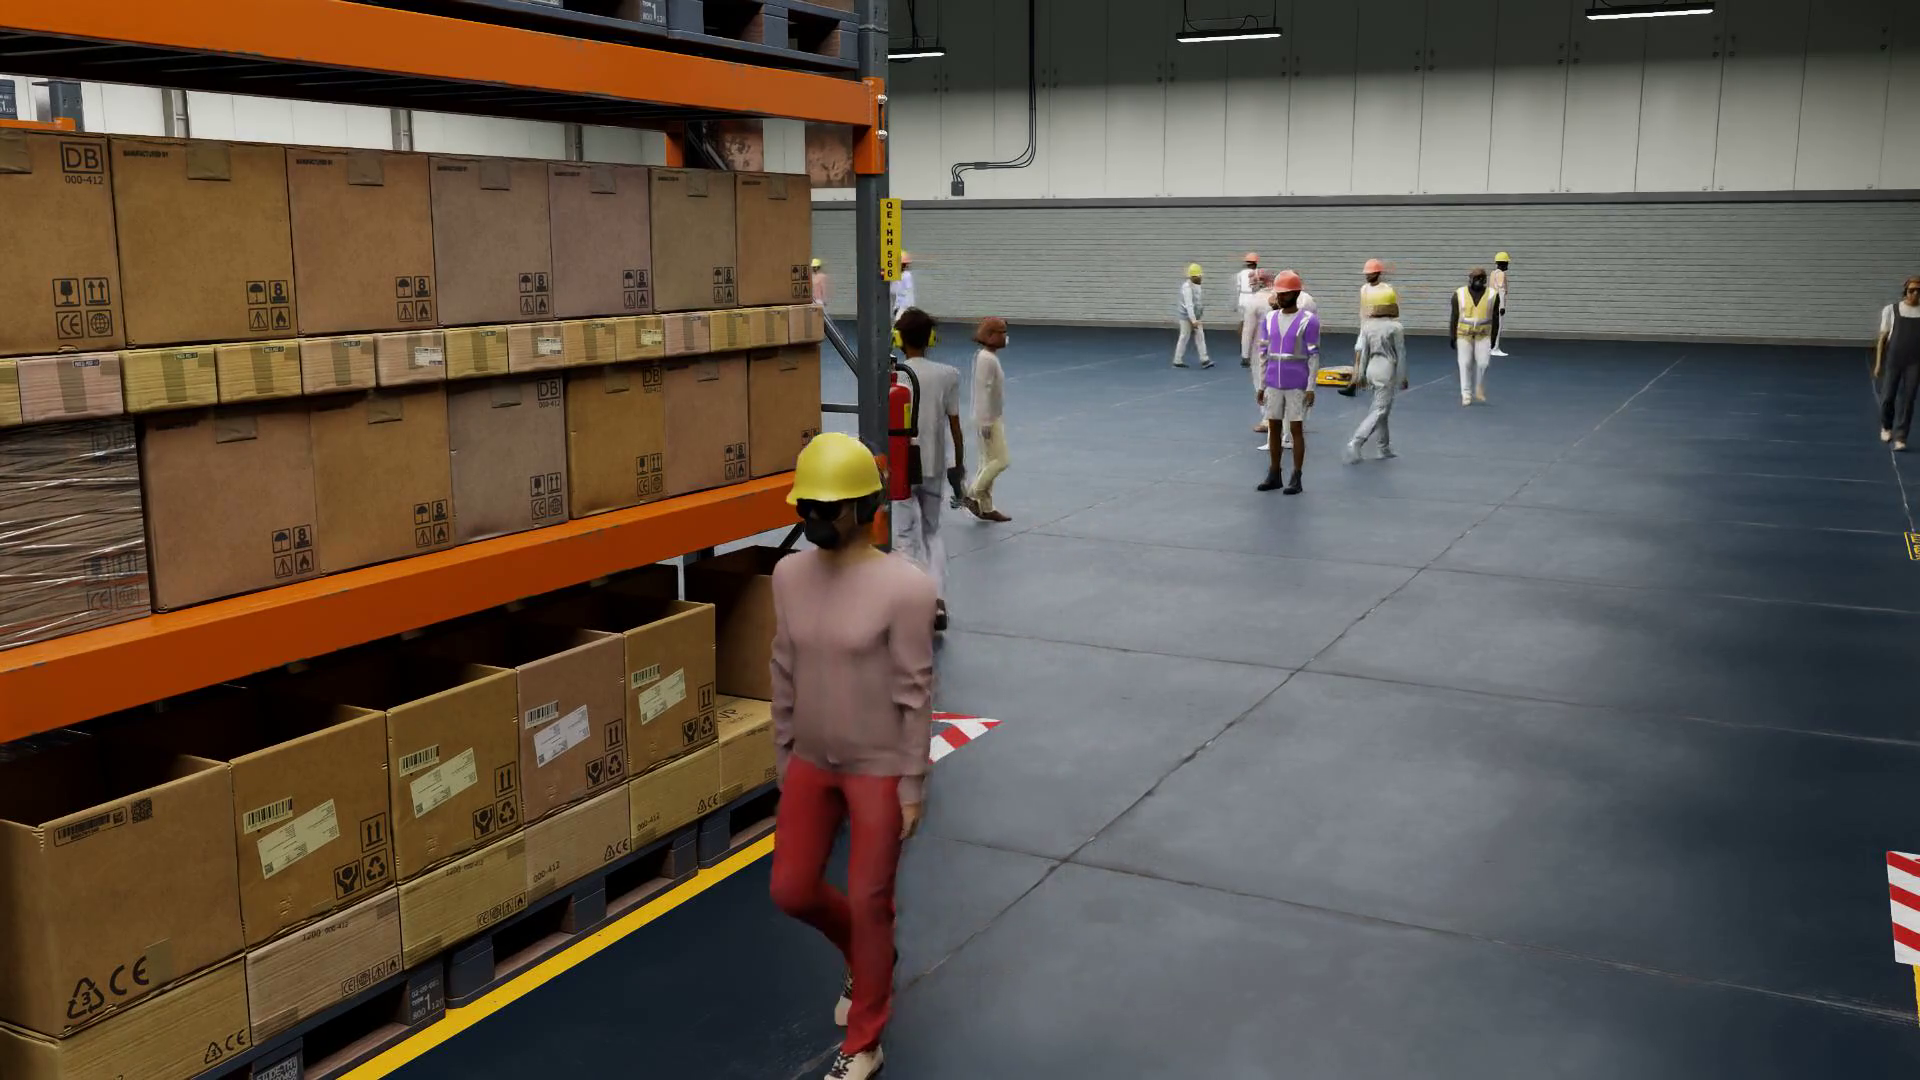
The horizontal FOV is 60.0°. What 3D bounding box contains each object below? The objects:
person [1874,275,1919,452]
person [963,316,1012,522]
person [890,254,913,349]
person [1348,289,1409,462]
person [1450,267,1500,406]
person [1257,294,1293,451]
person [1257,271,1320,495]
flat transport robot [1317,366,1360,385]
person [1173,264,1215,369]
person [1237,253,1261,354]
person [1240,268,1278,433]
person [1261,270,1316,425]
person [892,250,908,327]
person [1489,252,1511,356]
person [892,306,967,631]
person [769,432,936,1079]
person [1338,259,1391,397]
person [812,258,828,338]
[{"bbox_3d":[9.866,-1.847,17.381,0.540,1.834,0.493,4,11,23],"label":"person"},{"bbox_3d":[0.256,-0.929,12.936,0.354,1.619,0.525,1,10,6],"label":"person"},{"bbox_3d":[-1.137,-4.339,30.817,0.984,1.884,0.566,-2,11,-11],"label":"person"},{"bbox_3d":[4.141,-1.631,16.531,0.785,1.713,0.486,-6,12,-31],"label":"person"},{"bbox_3d":[6.777,-2.678,21.944,0.628,1.830,0.447,3,11,15],"label":"person"},{"bbox_3d":[3.334,-1.741,17.358,0.516,1.635,0.312,-10,14,-44],"label":"person"},{"bbox_3d":[2.854,-1.361,14.495,0.555,1.935,0.448,8,13,39],"label":"person"},{"bbox_3d":[5.823,-2.499,25.200,0.652,0.197,1.431,7,12,33],"label":"flat transport robot"},{"bbox_3d":[3.922,-3.723,27.800,0.791,1.769,0.640,7,13,35],"label":"person"},{"bbox_3d":[5.551,-4.481,31.541,0.566,1.900,0.878,9,13,39],"label":"person"},{"bbox_3d":[3.504,-2.144,18.909,0.699,1.870,0.469,-6,12,-29],"label":"person"},{"bbox_3d":[3.831,-2.235,19.488,0.624,1.841,0.430,7,13,34],"label":"person"},{"bbox_3d":[-1.316,-5.705,38.213,0.645,1.900,0.603,-7,13,-35],"label":"person"},{"bbox_3d":[10.054,-4.400,31.037,0.358,1.930,0.590,0,10,1],"label":"person"},{"bbox_3d":[-0.251,-0.361,9.227,0.540,1.854,0.387,-3,11,-17],"label":"person"},{"bbox_3d":[-0.275,0.582,4.368,0.526,1.754,0.418,6,12,31],"label":"person"},{"bbox_3d":[5.634,-2.899,22.925,0.929,1.893,0.569,-8,13,-36],"label":"person"},{"bbox_3d":[-3.020,-5.137,35.543,0.494,1.754,0.530,-10,14,-42],"label":"person"}]
